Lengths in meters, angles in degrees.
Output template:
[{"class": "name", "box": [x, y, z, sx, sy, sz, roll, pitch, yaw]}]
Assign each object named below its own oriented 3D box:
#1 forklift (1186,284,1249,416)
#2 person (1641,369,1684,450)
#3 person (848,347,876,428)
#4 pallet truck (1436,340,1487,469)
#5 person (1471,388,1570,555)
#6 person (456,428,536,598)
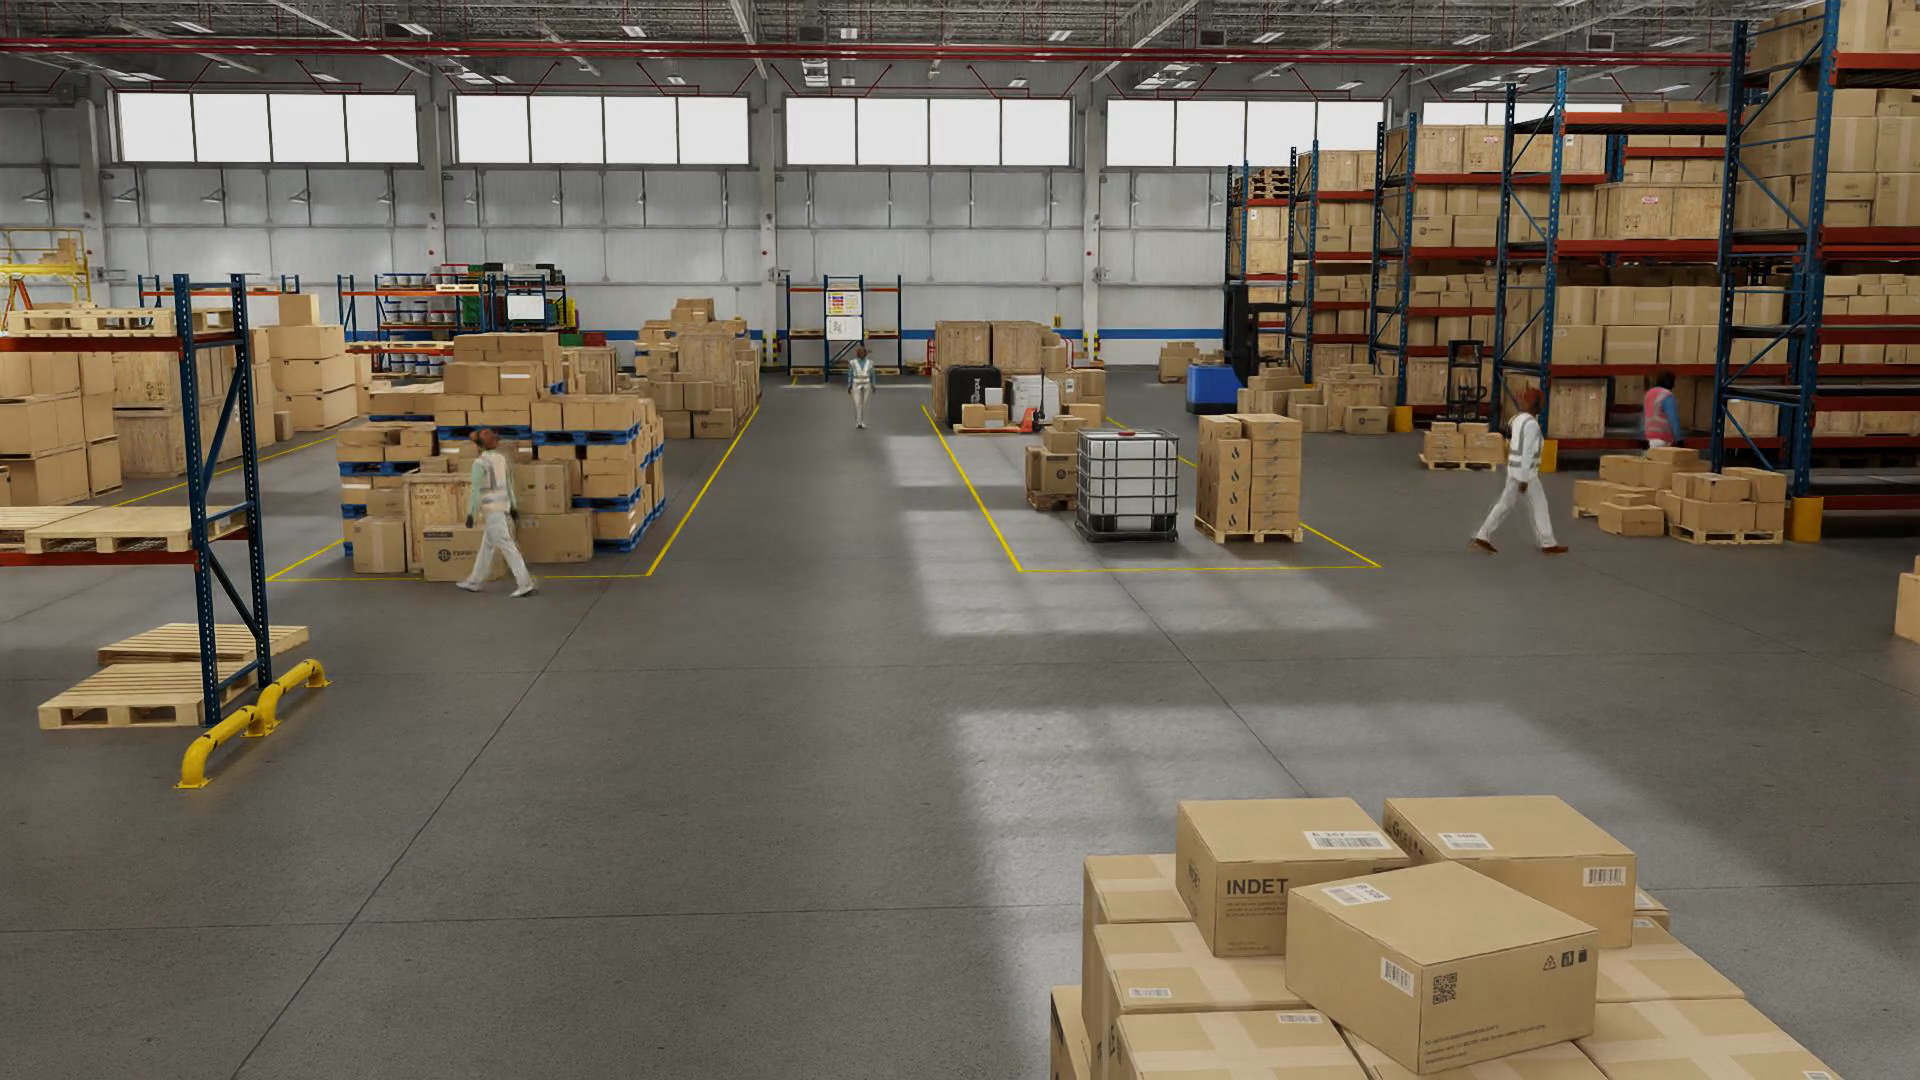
[{"class": "forklift", "box": [5.866, -4.067, 35.564, 1.873, 2.768, 1.129, -1, 9, -3]}, {"class": "person", "box": [9.218, -1.356, 21.956, 0.968, 1.800, 0.626, 0, 9, 1]}, {"class": "person", "box": [-1.913, -2.984, 32.742, 0.545, 1.595, 0.824, -2, 9, -12]}, {"class": "pallet truck", "box": [8.004, -2.170, 26.422, 0.823, 1.965, 1.885, 2, 9, 14]}, {"class": "person", "box": [6.044, -0.732, 17.931, 1.027, 1.832, 0.602, 0, 9, -1]}, {"class": "person", "box": [-4.398, -0.259, 15.691, 0.894, 1.590, 0.565, 2, 9, 12]}]
